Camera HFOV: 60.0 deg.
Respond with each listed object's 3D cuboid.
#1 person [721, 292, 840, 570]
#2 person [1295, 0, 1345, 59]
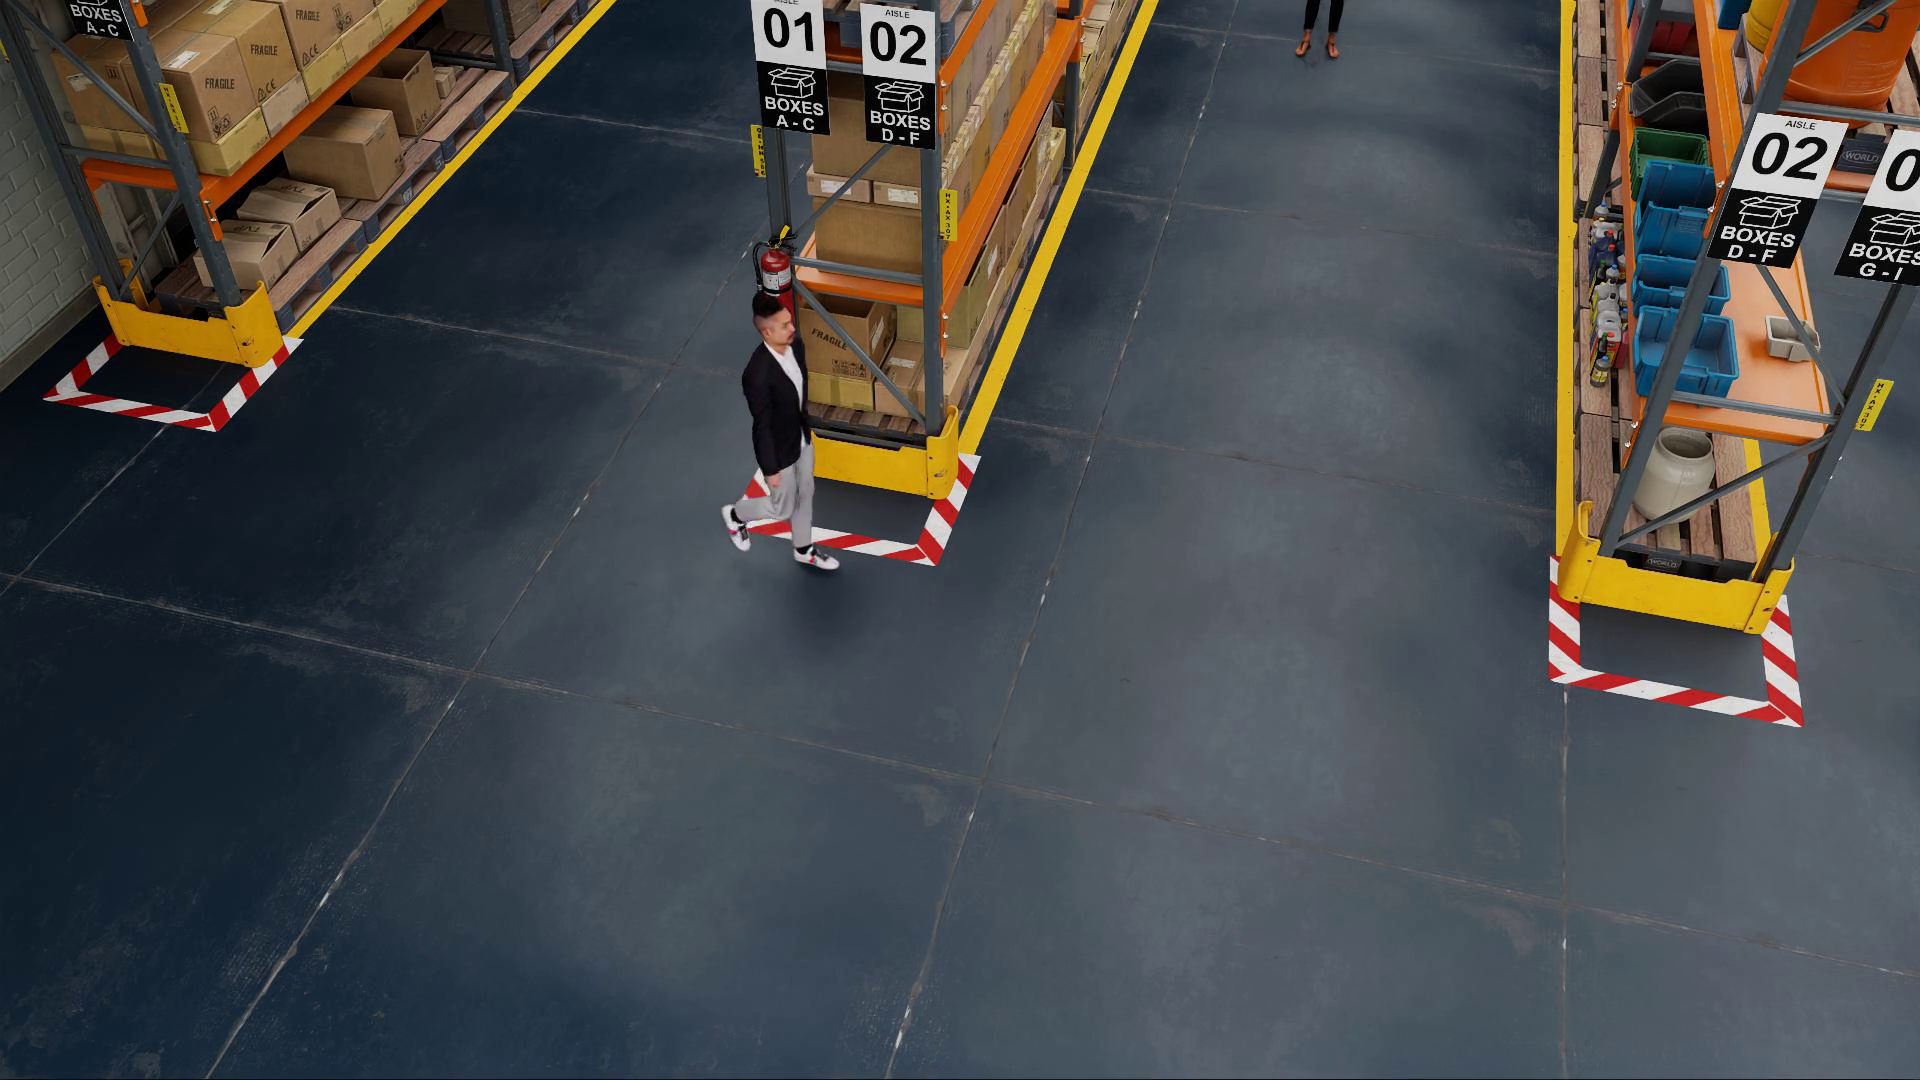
[{"bbox_3d":[-1.093,-0.603,9.465,0.874,1.942,0.950,17,46,18],"label":"person"},{"bbox_3d":[3.232,-5.057,14.322,0.615,1.824,0.539,7,44,8],"label":"person"}]
